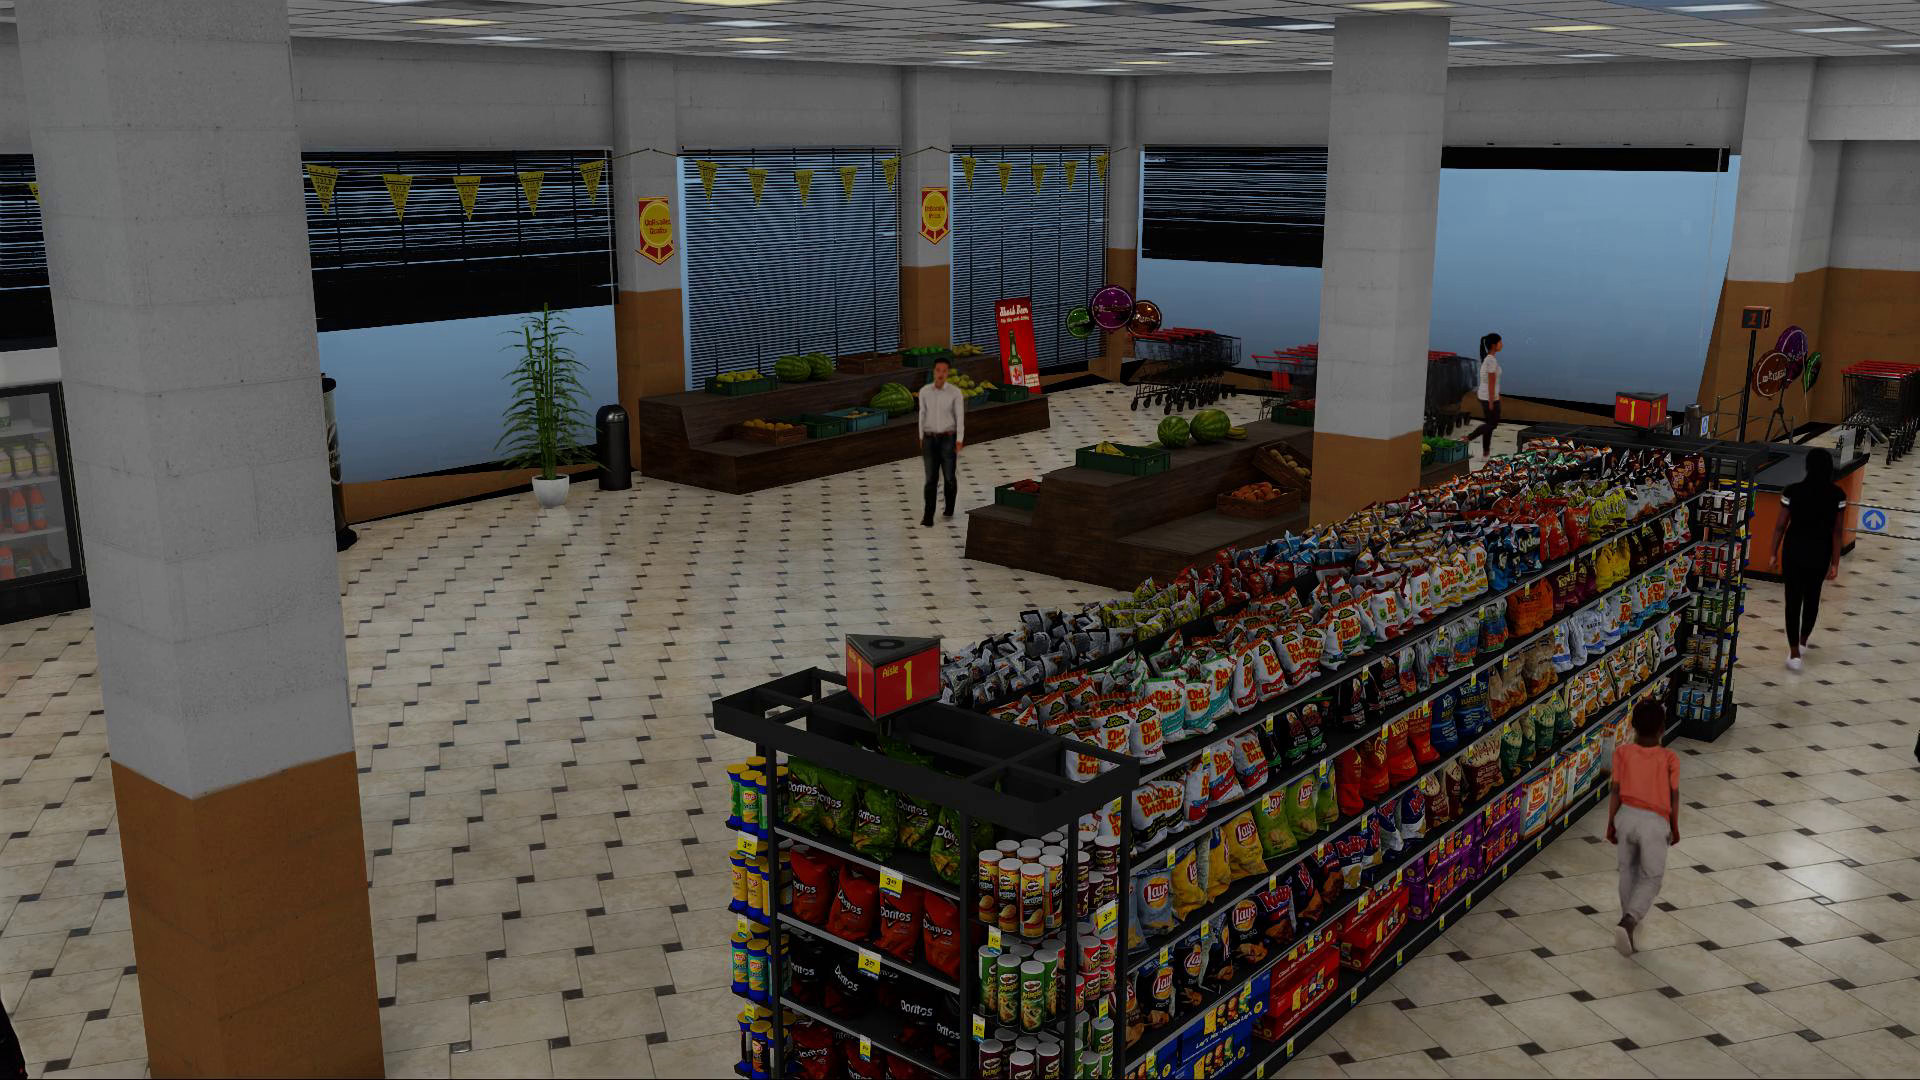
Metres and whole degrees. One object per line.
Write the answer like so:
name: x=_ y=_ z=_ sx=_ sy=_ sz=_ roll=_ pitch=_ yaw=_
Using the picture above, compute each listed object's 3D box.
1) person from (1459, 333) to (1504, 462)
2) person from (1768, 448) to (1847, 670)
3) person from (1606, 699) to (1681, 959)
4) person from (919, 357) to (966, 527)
person: x=6.594 y=-1.784 z=21.022 sx=0.876 sy=1.628 sz=0.858 roll=1 pitch=14 yaw=6
person: x=6.523 y=0.166 z=12.825 sx=0.847 sy=1.702 sz=1.089 roll=5 pitch=15 yaw=21
person: x=3.435 y=1.454 z=8.389 sx=0.477 sy=1.292 sz=0.831 roll=11 pitch=17 yaw=37
person: x=-0.170 y=-1.035 z=17.669 sx=1.057 sy=1.754 sz=1.319 roll=3 pitch=14 yaw=11
